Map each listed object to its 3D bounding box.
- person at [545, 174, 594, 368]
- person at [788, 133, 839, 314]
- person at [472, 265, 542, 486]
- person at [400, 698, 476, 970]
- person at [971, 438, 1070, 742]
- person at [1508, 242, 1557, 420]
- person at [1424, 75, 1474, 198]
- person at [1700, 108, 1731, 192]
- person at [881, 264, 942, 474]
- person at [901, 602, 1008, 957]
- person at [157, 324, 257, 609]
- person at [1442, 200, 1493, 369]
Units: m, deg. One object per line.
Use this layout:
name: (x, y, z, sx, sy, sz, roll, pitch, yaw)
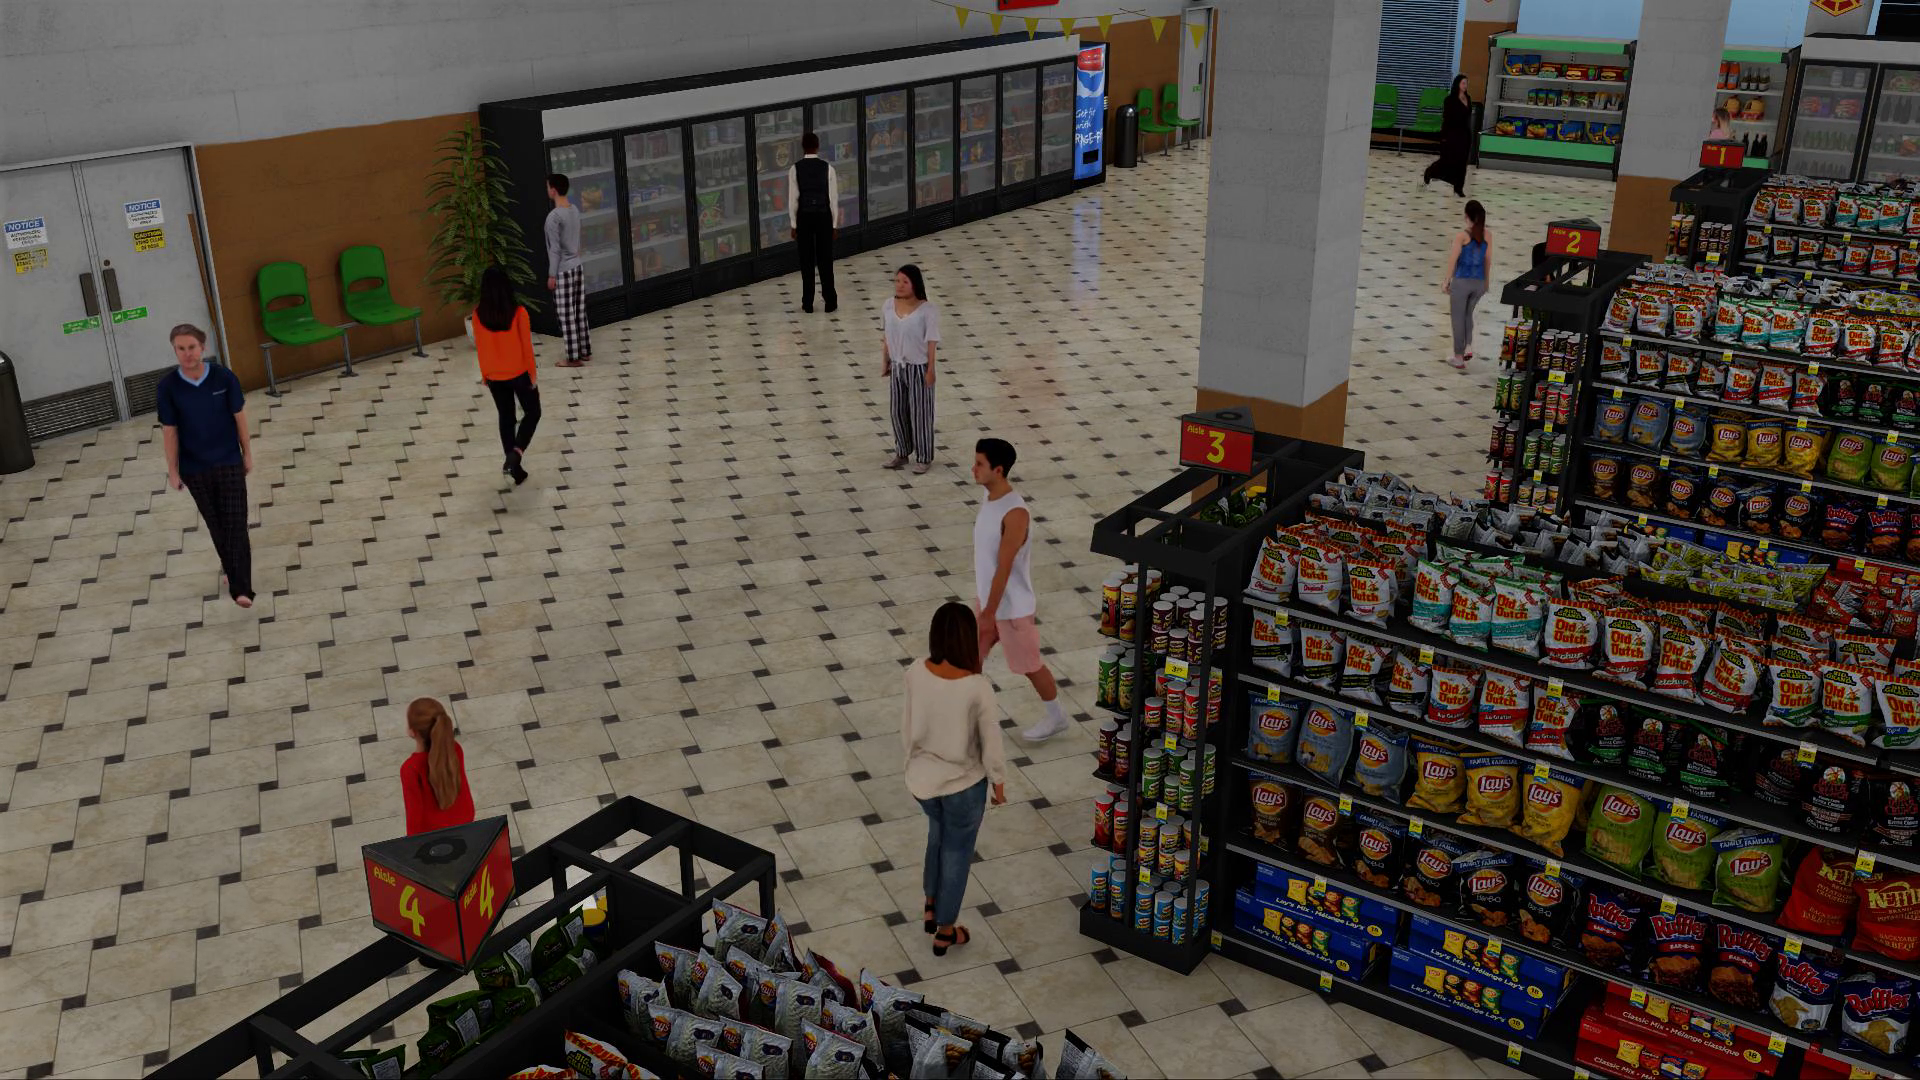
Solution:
person: (-3.782, -2.596, 16.001, 0.639, 1.847, 0.684, 7, 23, 16)
person: (-1.577, -3.421, 17.959, 0.748, 1.918, 0.843, -1, 22, -2)
person: (-3.473, -1.217, 12.718, 0.823, 1.736, 0.857, 4, 22, 9)
person: (-2.232, 1.257, 7.171, 0.534, 1.281, 0.523, 10, 24, 24)
person: (0.320, 0.326, 8.869, 1.123, 1.743, 1.157, -7, 23, -18)
person: (4.863, -1.707, 14.069, 0.693, 1.638, 0.672, -14, 26, -31)
person: (7.217, -5.938, 24.470, 0.903, 1.733, 1.094, -13, 25, -30)
person: (9.817, -4.701, 21.517, 1.128, 1.640, 0.740, 19, 28, 39)
person: (-0.388, -1.367, 13.163, 0.532, 1.682, 0.731, 16, 27, 34)
person: (-0.098, 1.068, 7.120, 0.508, 1.669, 0.686, 14, 26, 31)
person: (-4.865, -0.493, 10.809, 1.094, 1.816, 1.266, -8, 23, -20)
person: (4.891, -2.416, 15.887, 0.688, 1.598, 0.741, -5, 22, -13)
